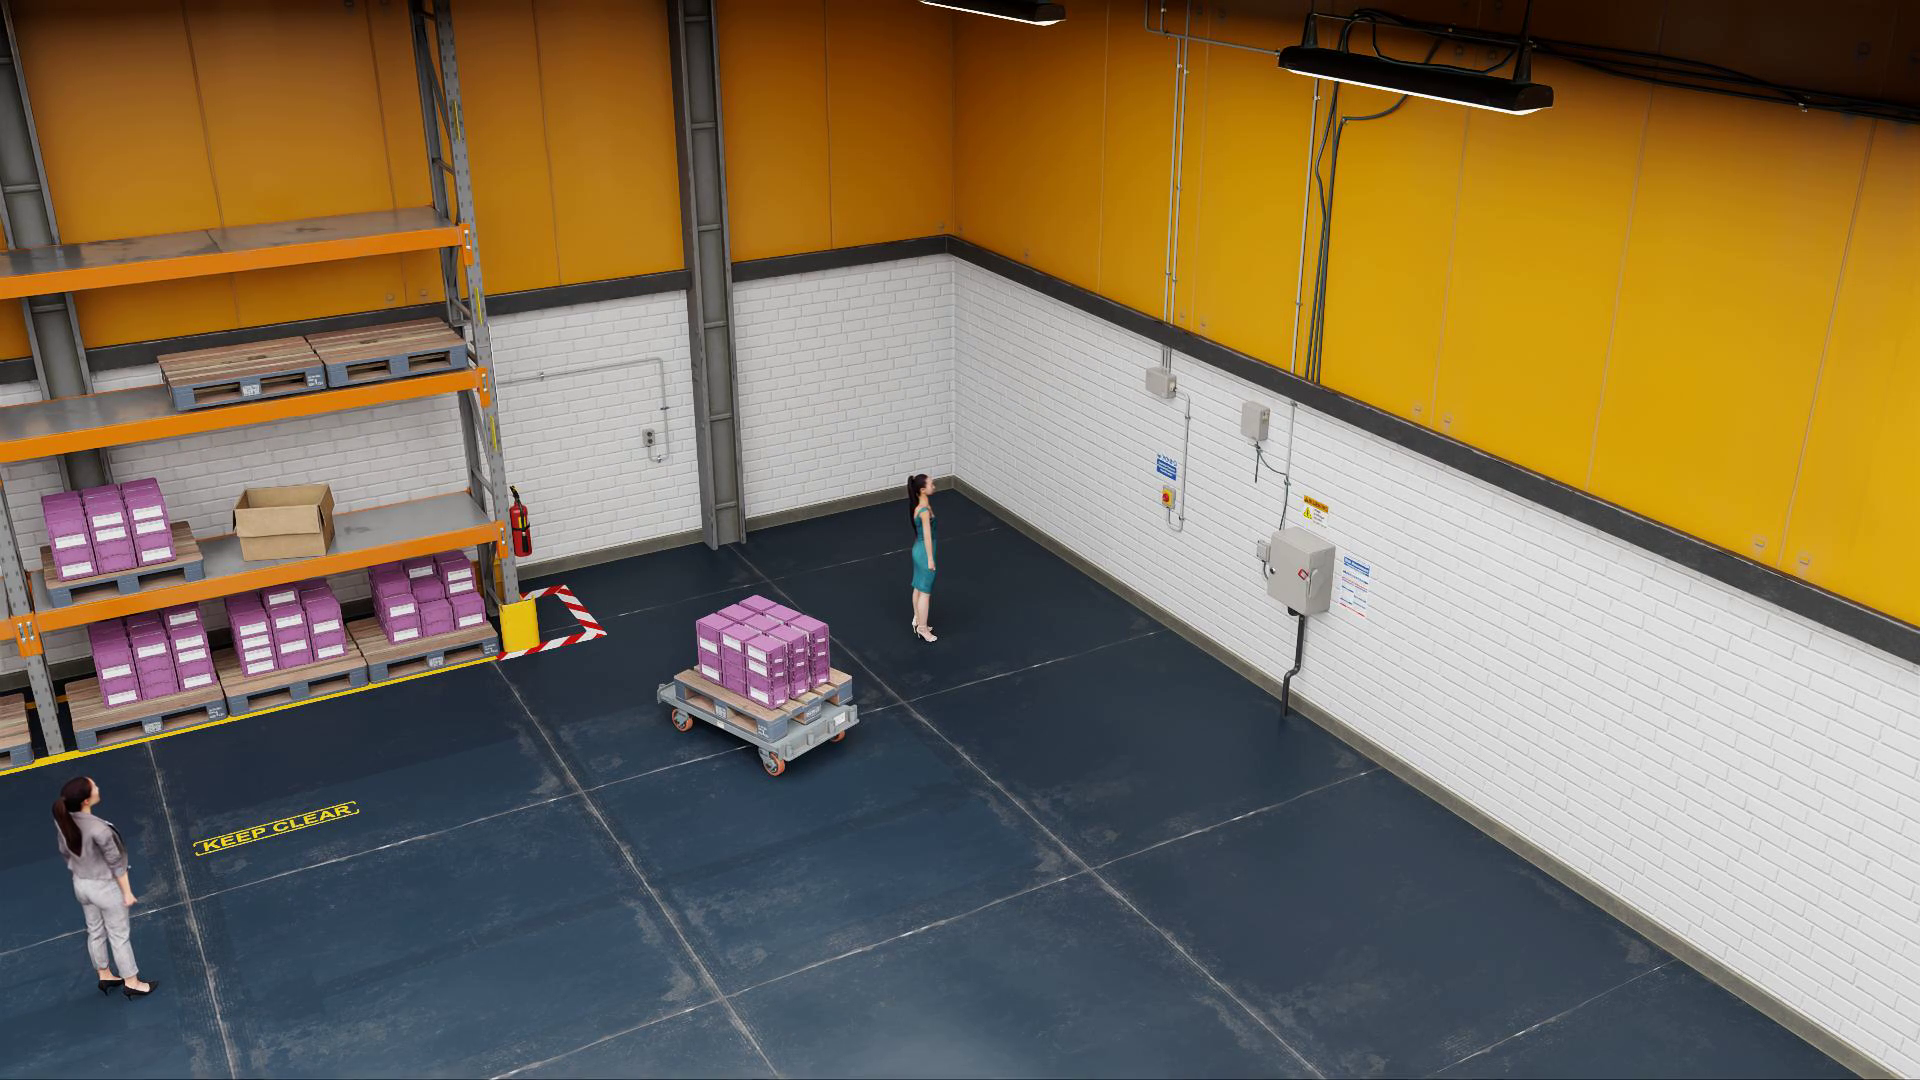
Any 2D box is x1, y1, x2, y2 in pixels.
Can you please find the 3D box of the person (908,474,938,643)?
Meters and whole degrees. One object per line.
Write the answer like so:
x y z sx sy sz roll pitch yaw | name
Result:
-0.340 0.154 15.932 0.580 1.687 0.617 -5 24 -11 | person

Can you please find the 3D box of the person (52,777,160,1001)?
-5.697 2.309 11.015 0.730 1.677 0.775 9 25 19 | person
